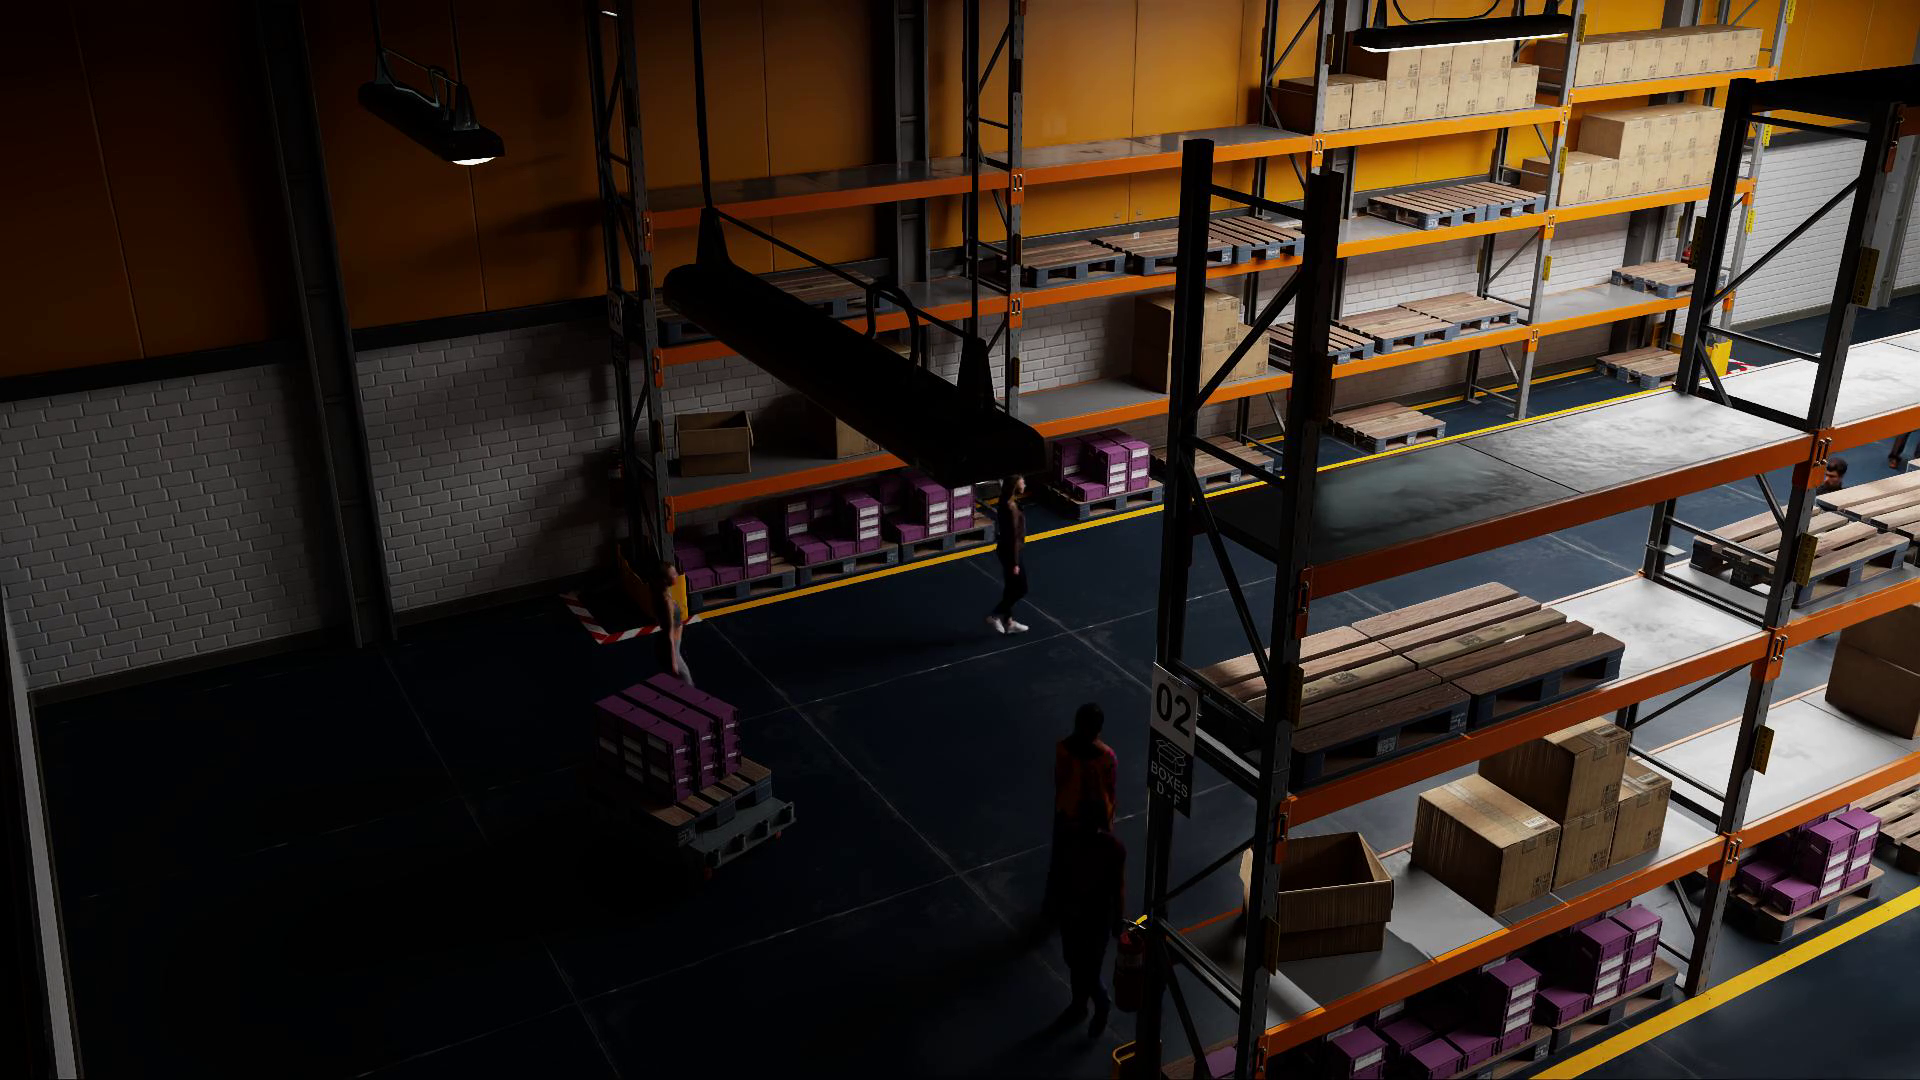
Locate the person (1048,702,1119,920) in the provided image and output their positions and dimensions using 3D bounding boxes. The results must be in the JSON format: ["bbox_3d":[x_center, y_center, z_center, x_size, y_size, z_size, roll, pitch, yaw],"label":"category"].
[{"bbox_3d":[0.870,1.938,12.011,1.117,1.678,1.232,9,25,19],"label":"person"}]

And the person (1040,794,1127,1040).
[{"bbox_3d":[0.886,2.382,10.800,0.748,1.836,0.782,-20,31,-38],"label":"person"}]

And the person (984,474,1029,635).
[{"bbox_3d":[0.413,0.160,16.067,0.790,1.688,0.732,-4,24,-9],"label":"person"}]

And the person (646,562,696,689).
[{"bbox_3d":[-2.549,0.982,14.174,0.714,1.699,0.644,-8,25,-18],"label":"person"}]
